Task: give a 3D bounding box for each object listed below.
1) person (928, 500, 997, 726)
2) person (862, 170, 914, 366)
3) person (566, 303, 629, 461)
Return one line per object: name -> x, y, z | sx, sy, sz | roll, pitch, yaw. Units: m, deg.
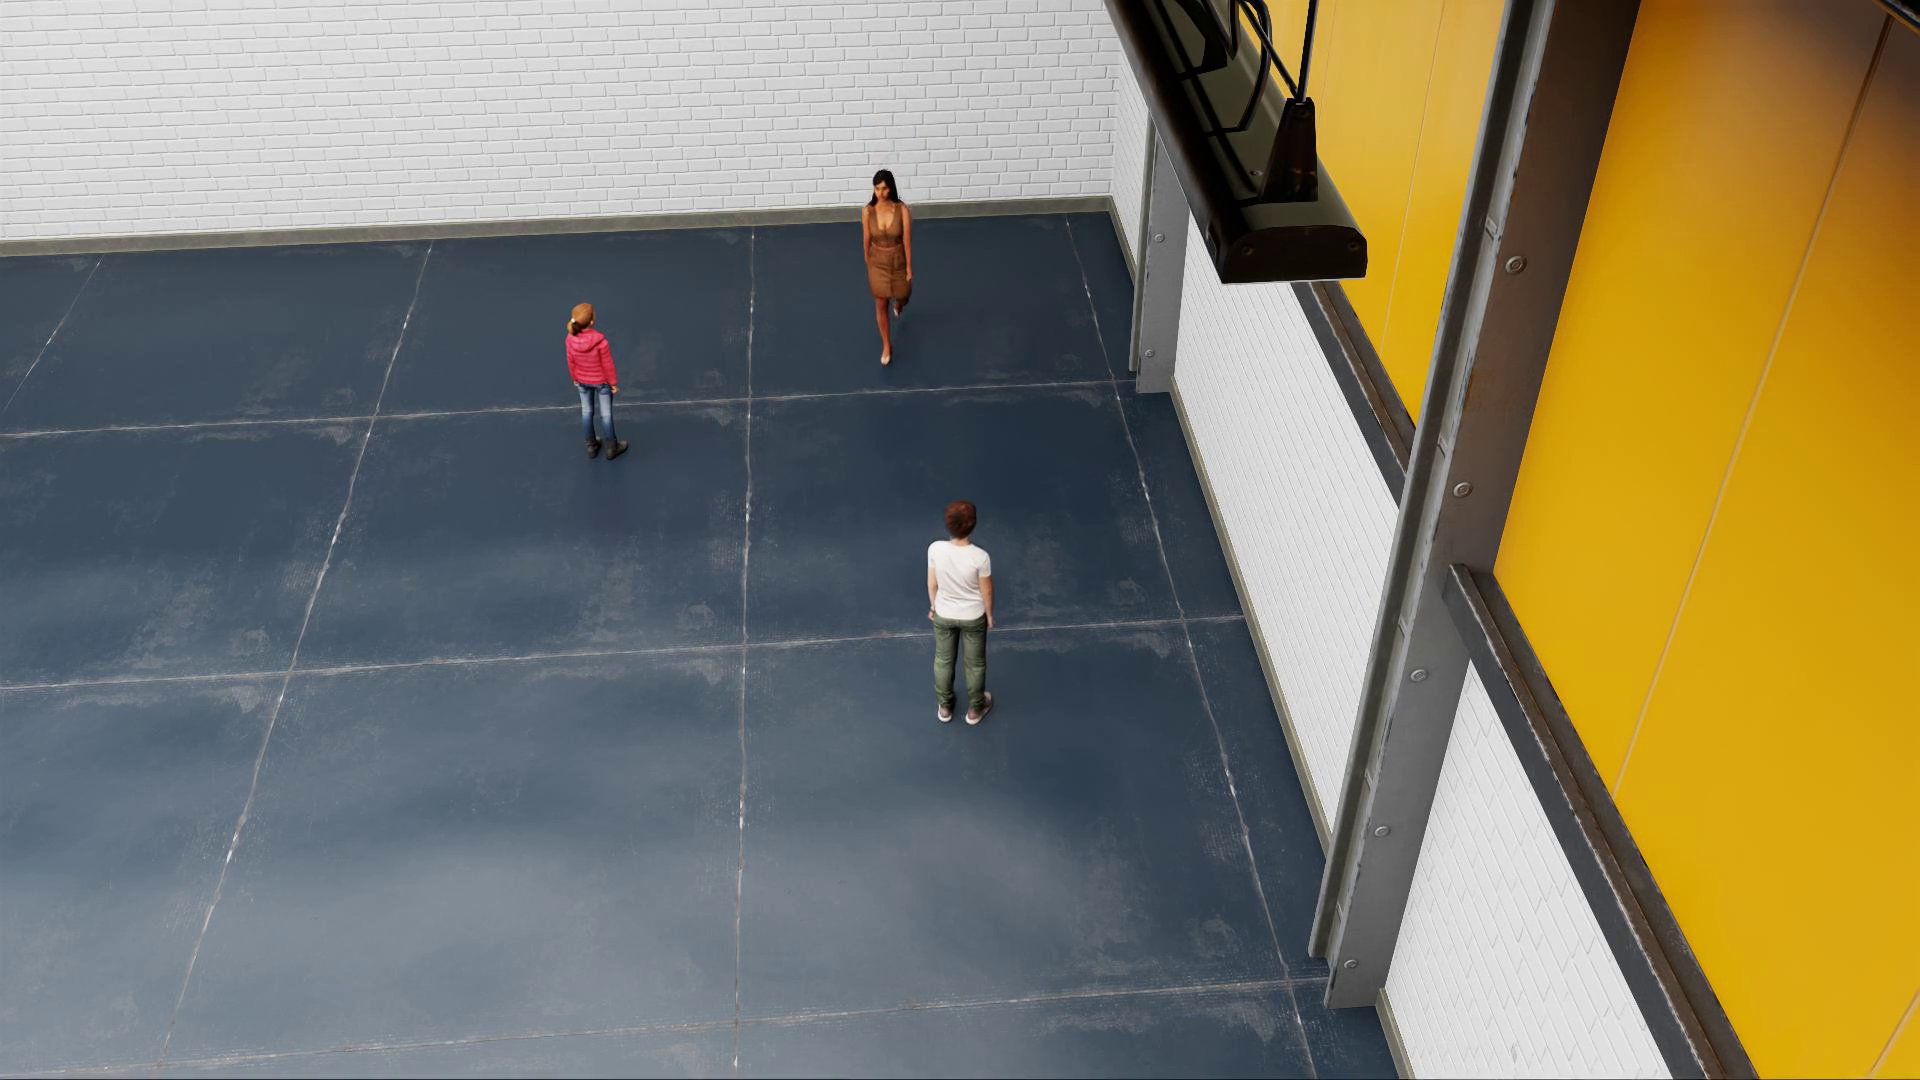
person -> 0.001, 0.456, 10.217 | 0.630, 1.656, 0.626 | 9, 39, 11
person -> -0.568, -2.276, 13.625 | 0.621, 1.672, 0.921 | 2, 39, 2
person -> -2.772, -1.200, 12.562 | 0.576, 1.317, 0.579 | 9, 39, 11
